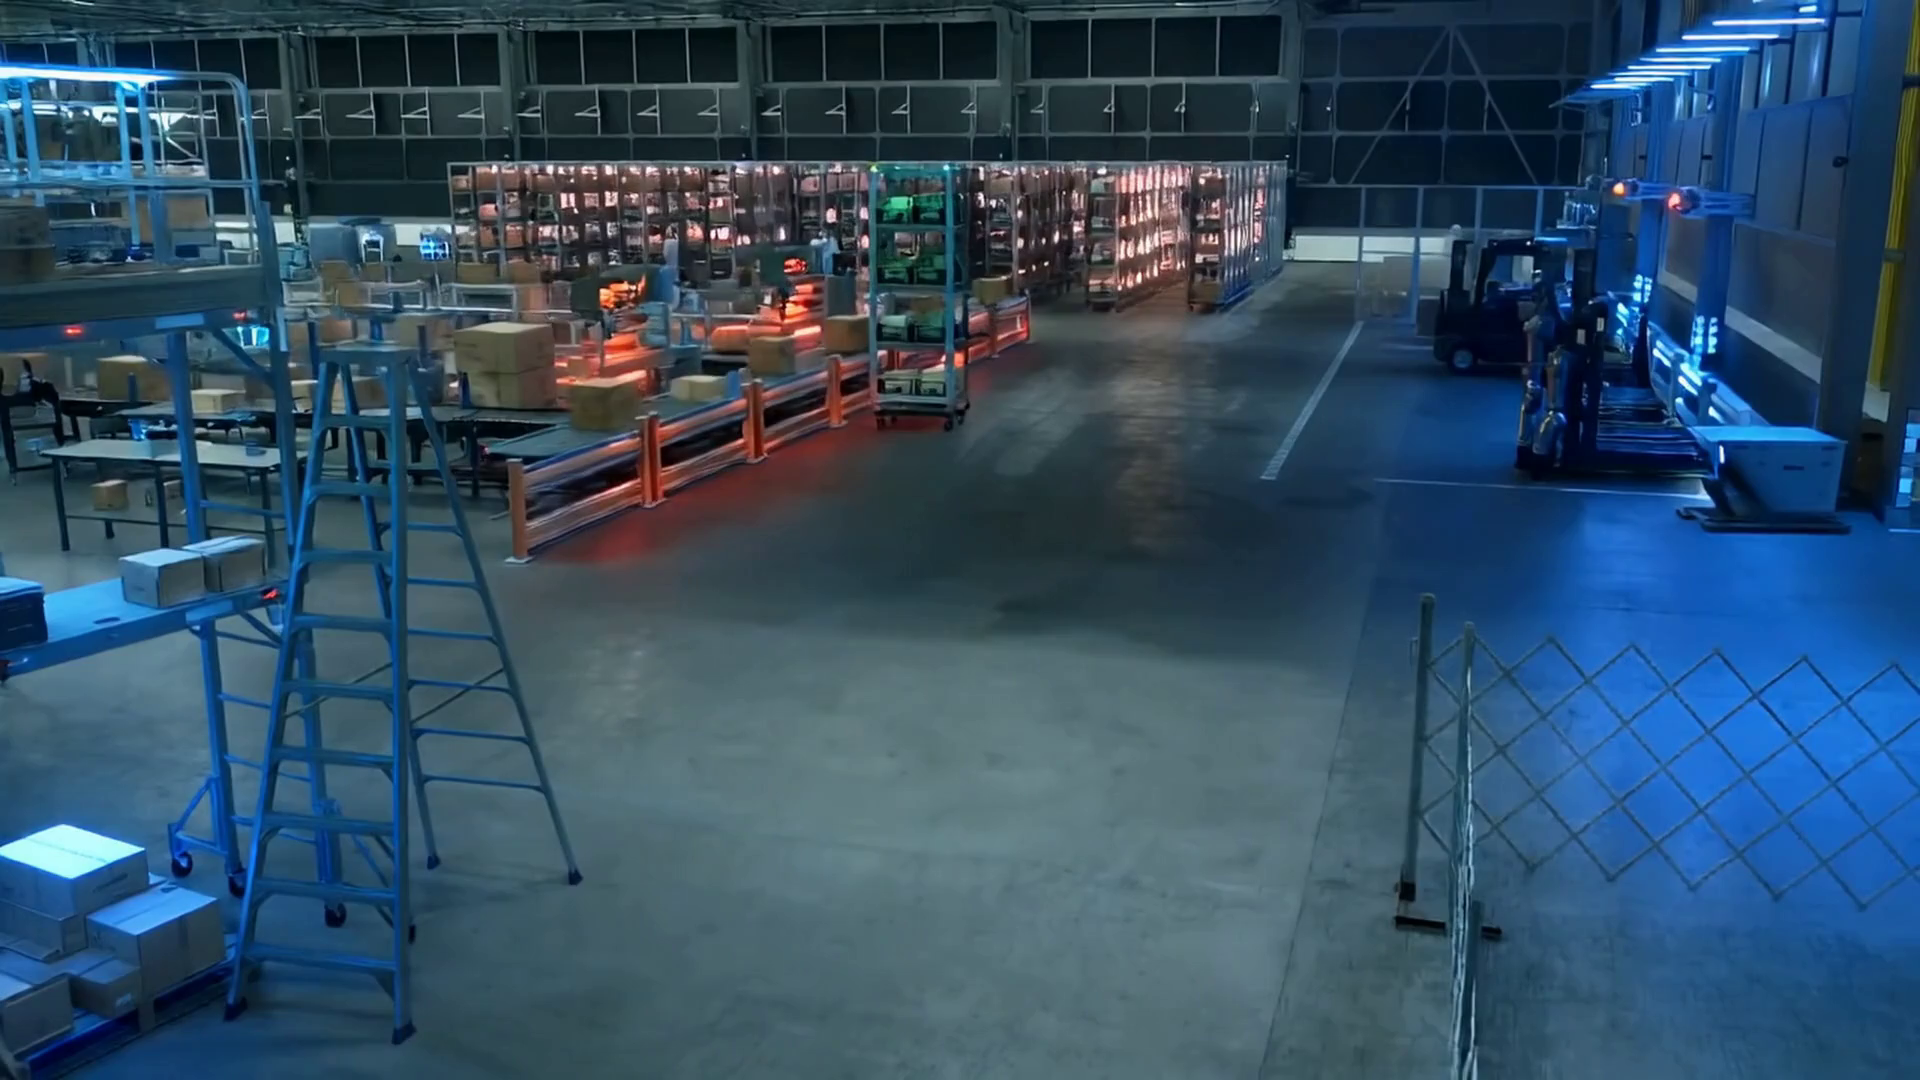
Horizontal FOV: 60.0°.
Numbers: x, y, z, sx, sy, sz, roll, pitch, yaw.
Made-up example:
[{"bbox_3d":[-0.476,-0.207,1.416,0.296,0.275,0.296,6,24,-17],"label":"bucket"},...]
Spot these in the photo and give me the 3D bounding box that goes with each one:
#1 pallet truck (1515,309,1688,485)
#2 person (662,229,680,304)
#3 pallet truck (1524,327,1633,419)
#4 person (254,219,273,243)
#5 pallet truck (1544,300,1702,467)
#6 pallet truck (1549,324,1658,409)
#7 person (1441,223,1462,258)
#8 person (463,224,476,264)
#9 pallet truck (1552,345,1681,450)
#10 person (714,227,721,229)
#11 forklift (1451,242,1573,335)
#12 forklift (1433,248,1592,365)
[{"bbox_3d":[7.554,-1.677,19.446,1.885,1.965,0.823,3,13,14],"label":"pallet truck"},{"bbox_3d":[-7.464,-7.040,42.806,0.406,1.906,0.654,4,14,16],"label":"person"},{"bbox_3d":[9.065,-2.460,24.370,1.522,1.261,0.704,3,13,14],"label":"pallet truck"},{"bbox_3d":[-24.470,-10.660,58.509,0.667,1.878,0.435,-10,16,-36],"label":"person"},{"bbox_3d":[8.263,-1.952,20.631,1.885,1.965,0.823,5,14,20],"label":"pallet truck"},{"bbox_3d":[9.824,-2.669,25.407,1.601,1.201,0.680,4,14,16],"label":"pallet truck"},{"bbox_3d":[13.227,-7.499,44.640,0.619,1.976,0.643,10,16,36],"label":"person"},{"bbox_3d":[-16.025,-9.628,54.362,0.741,1.730,0.565,-4,14,-18],"label":"person"},{"bbox_3d":[8.641,-1.896,21.908,1.630,1.274,0.653,4,14,16],"label":"pallet truck"},{"bbox_3d":[-7.156,-8.853,50.901,0.776,1.802,0.587,0,13,-1],"label":"person"},{"bbox_3d":[10.464,-4.597,31.405,2.680,1.987,1.157,4,14,16],"label":"forklift"},{"bbox_3d":[9.780,-4.111,29.280,2.680,1.987,1.157,3,13,14],"label":"forklift"}]
